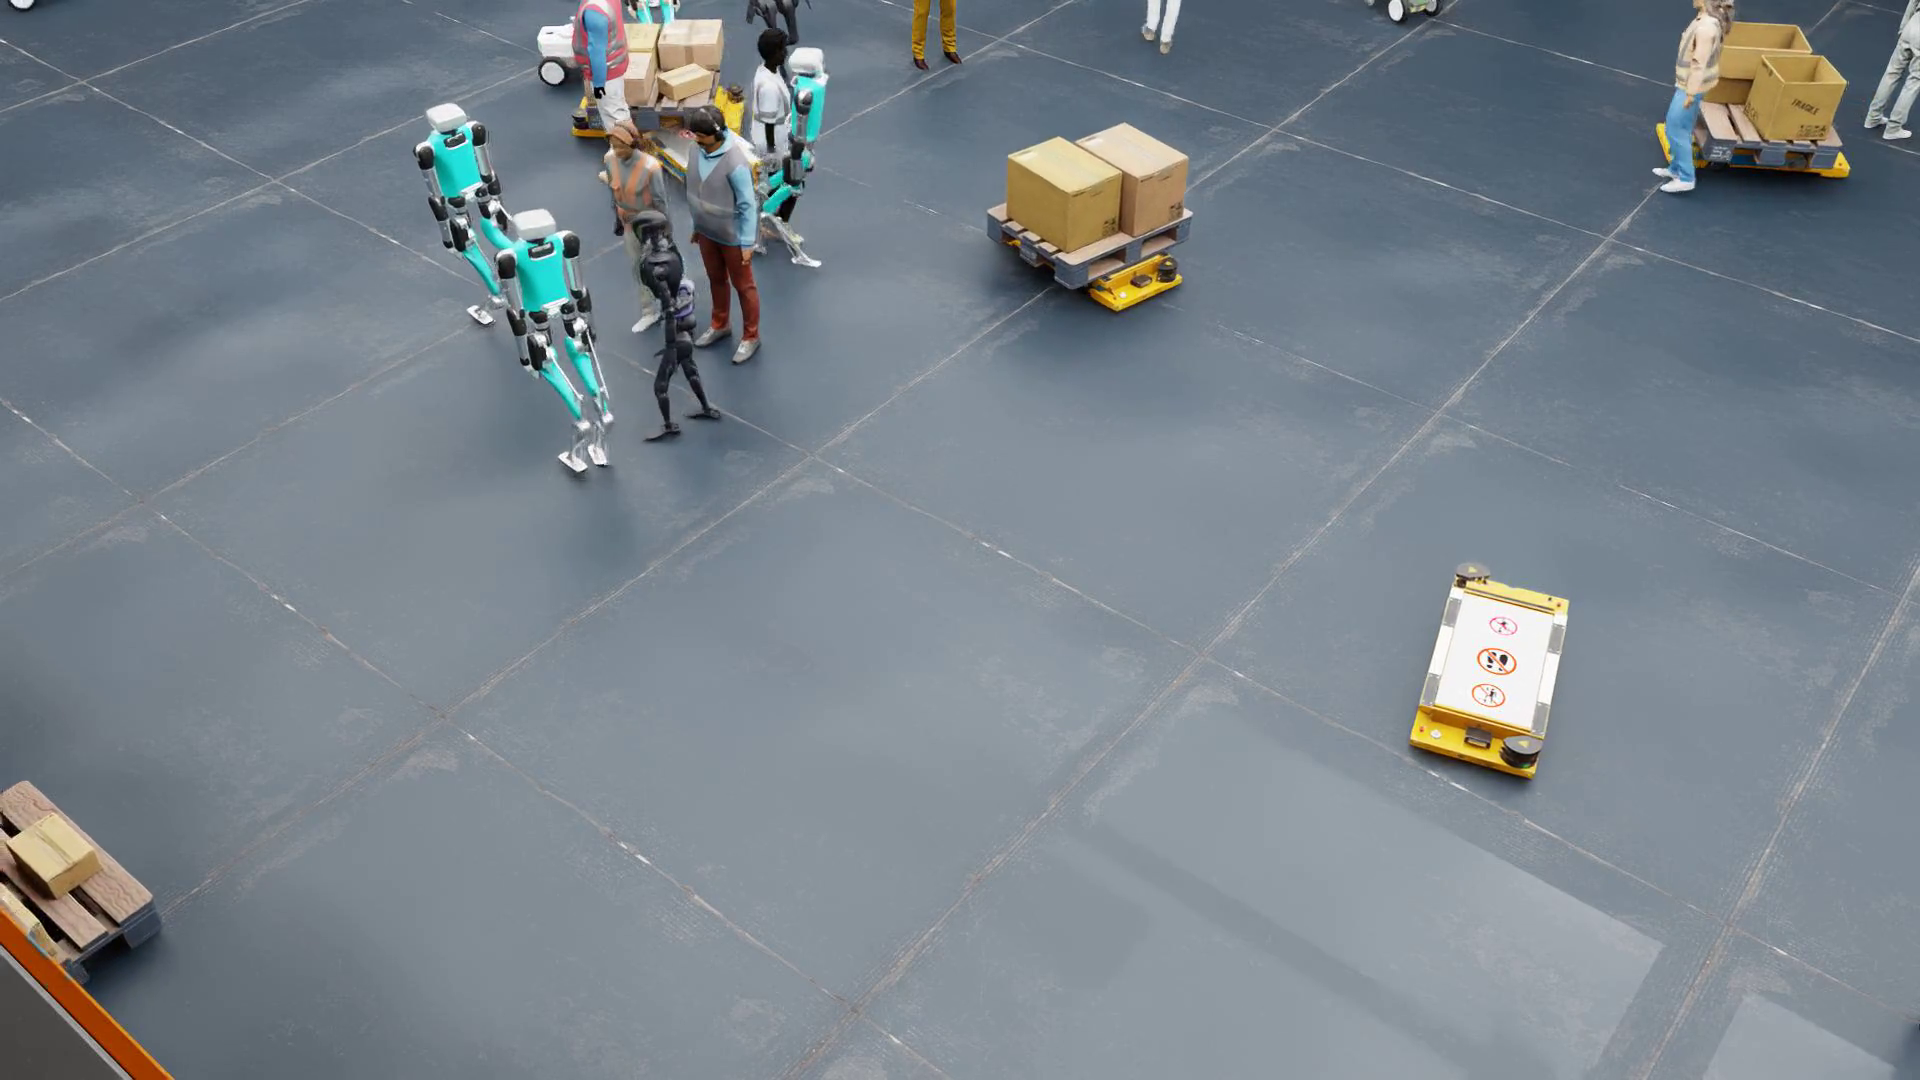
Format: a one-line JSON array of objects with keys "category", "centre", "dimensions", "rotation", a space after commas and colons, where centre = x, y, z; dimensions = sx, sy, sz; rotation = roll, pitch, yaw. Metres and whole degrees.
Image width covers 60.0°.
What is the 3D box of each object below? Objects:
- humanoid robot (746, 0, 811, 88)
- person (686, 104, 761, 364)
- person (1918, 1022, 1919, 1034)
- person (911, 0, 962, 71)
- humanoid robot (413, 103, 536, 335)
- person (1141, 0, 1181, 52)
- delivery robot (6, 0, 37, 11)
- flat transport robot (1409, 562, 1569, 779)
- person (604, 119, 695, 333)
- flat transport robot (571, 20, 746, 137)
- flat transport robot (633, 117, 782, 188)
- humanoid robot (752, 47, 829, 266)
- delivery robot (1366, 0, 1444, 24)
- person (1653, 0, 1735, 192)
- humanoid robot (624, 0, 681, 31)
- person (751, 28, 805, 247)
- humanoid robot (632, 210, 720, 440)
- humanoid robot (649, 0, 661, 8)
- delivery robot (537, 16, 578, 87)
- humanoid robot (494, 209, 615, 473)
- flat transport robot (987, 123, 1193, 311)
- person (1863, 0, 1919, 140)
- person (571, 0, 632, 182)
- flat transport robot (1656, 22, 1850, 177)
[{"category": "humanoid robot", "centre": [-1.669, -4.879, 14.740], "dimensions": [0.615, 1.631, 0.576], "rotation": [-22, 45, -23]}, {"category": "person", "centre": [-1.593, -2.095, 11.301], "dimensions": [0.534, 1.878, 0.417], "rotation": [27, 47, 28]}, {"category": "person", "centre": [4.574, 1.598, 6.996], "dimensions": [0.394, 1.833, 0.581], "rotation": [-28, 48, -29]}, {"category": "person", "centre": [-0.211, -5.099, 14.937], "dimensions": [0.527, 1.749, 0.342], "rotation": [-16, 43, -18]}, {"category": "humanoid robot", "centre": [-3.189, -2.064, 11.408], "dimensions": [1.021, 1.772, 0.537], "rotation": [30, 49, 30]}, {"category": "person", "centre": [1.995, -5.446, 15.263], "dimensions": [0.586, 1.851, 0.555], "rotation": [6, 41, 6]}, {"category": "delivery robot", "centre": [-9.127, -5.608, 16.450], "dimensions": [0.785, 0.589, 0.499], "rotation": [-21, 45, -23]}, {"category": "flat transport robot", "centre": [2.970, 0.697, 9.258], "dimensions": [0.659, 0.231, 1.431], "rotation": [15, 43, 17]}, {"category": "person", "centre": [-2.188, -2.208, 11.629], "dimensions": [0.529, 1.625, 0.447], "rotation": [25, 46, 26]}, {"category": "flat transport robot", "centre": [-2.616, -3.736, 14.473], "dimensions": [1.431, 0.231, 0.659], "rotation": [0, 40, 0]}, {"category": "flat transport robot", "centre": [-2.134, -3.198, 13.840], "dimensions": [0.659, 0.231, 1.431], "rotation": [-25, 46, -27]}, {"category": "humanoid robot", "centre": [-1.385, -2.808, 12.274], "dimensions": [0.946, 1.771, 0.529], "rotation": [12, 42, 14]}, {"category": "delivery robot", "centre": [4.319, -5.407, 16.211], "dimensions": [0.522, 0.587, 0.751], "rotation": [-19, 44, -21]}, {"category": "person", "centre": [5.829, -3.642, 13.262], "dimensions": [0.457, 1.697, 0.533], "rotation": [16, 43, 18]}, {"category": "humanoid robot", "centre": [-2.636, -4.621, 14.415], "dimensions": [0.534, 1.809, 0.804], "rotation": [-12, 42, -14]}, {"category": "person", "centre": [-1.372, -3.032, 12.553], "dimensions": [0.427, 1.675, 0.550], "rotation": [-7, 41, -8]}, {"category": "humanoid robot", "centre": [-1.864, -1.386, 10.628], "dimensions": [0.492, 1.644, 0.610], "rotation": [-7, 41, -8]}, {"category": "humanoid robot", "centre": [-2.981, -5.977, 15.973], "dimensions": [0.760, 1.766, 0.534], "rotation": [-19, 44, -21]}, {"category": "delivery robot", "centre": [-3.476, -4.449, 15.106], "dimensions": [0.791, 0.614, 0.499], "rotation": [0, 40, 0]}, {"category": "humanoid robot", "centre": [-2.390, -1.123, 10.240], "dimensions": [0.541, 1.750, 0.766], "rotation": [-26, 47, -27]}, {"category": "flat transport robot", "centre": [0.968, -2.213, 12.682], "dimensions": [0.659, 0.231, 1.431], "rotation": [-27, 47, -28]}, {"category": "person", "centre": [8.062, -4.190, 13.878], "dimensions": [0.320, 1.731, 0.491], "rotation": [-17, 43, -19]}, {"category": "person", "centre": [-2.858, -3.772, 13.314], "dimensions": [0.431, 1.836, 0.629], "rotation": [-1, 40, -1]}, {"category": "flat transport robot", "centre": [6.665, -3.333, 13.998], "dimensions": [1.431, 0.231, 0.659], "rotation": [6, 41, 6]}]
